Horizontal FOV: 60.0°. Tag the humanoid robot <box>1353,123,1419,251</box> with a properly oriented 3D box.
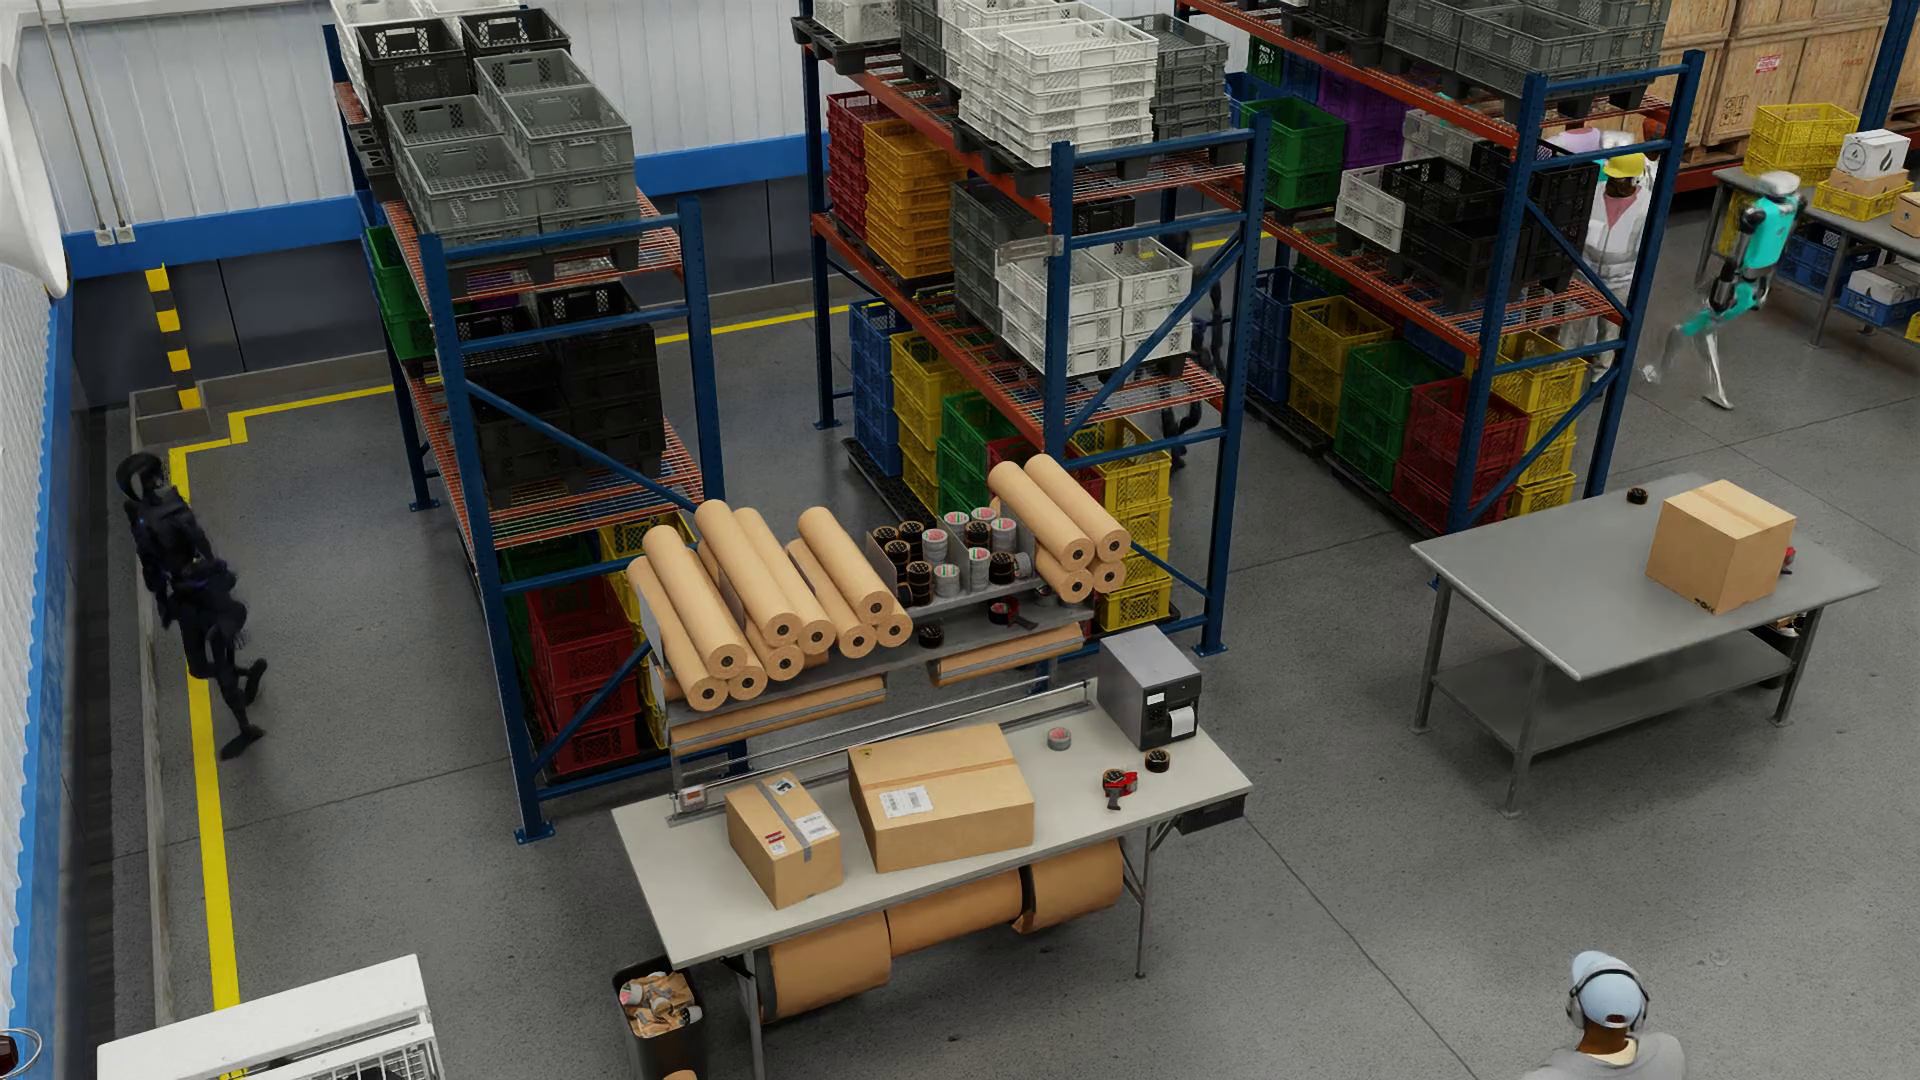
[{"bbox_3d":[3.076,-2.521,12.707,0.703,1.819,0.539,18,36,26],"label":"humanoid robot"}]

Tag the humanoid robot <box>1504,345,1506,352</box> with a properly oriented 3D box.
[{"bbox_3d":[3.833,-2.197,12.252,0.728,1.645,0.588,11,33,17],"label":"humanoid robot"}]

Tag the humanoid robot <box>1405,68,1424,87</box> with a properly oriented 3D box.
[{"bbox_3d":[3.648,-3.254,13.897,0.599,1.657,0.315,3,32,5],"label":"humanoid robot"}]

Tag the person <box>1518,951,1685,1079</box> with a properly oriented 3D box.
[{"bbox_3d":[1.873,2.003,5.208,0.596,1.849,0.388,-12,33,-18],"label":"person"}]

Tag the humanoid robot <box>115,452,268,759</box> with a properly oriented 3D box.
[{"bbox_3d":[-3.697,0.266,8.203,0.604,1.642,0.478,18,36,26],"label":"humanoid robot"}]

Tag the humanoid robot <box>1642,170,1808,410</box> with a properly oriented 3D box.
[{"bbox_3d":[5.174,-1.744,11.471,0.560,1.843,0.873,-16,35,-24],"label":"humanoid robot"}]

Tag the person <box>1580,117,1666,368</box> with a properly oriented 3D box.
[{"bbox_3d":[4.778,-2.130,11.898,0.339,1.876,0.573,14,34,21],"label":"person"}]

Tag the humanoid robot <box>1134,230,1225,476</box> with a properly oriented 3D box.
[{"bbox_3d":[1.410,-1.213,10.627,0.594,1.647,0.507,3,32,5],"label":"humanoid robot"}]

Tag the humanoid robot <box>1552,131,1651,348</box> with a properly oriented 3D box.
[{"bbox_3d":[4.575,-2.139,12.140,0.547,1.868,0.799,7,32,11],"label":"humanoid robot"}]

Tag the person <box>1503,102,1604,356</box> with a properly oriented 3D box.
[{"bbox_3d":[4.314,-2.338,12.079,0.613,2.040,0.375,-15,34,-22],"label":"person"}]

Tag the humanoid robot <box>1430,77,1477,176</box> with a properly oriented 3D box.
[{"bbox_3d":[3.942,-2.780,13.144,0.538,1.857,0.658,-22,38,-31],"label":"humanoid robot"}]

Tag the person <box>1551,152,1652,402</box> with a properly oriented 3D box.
[{"bbox_3d":[4.438,-1.836,11.463,0.590,1.829,0.404,17,35,25],"label":"person"}]
